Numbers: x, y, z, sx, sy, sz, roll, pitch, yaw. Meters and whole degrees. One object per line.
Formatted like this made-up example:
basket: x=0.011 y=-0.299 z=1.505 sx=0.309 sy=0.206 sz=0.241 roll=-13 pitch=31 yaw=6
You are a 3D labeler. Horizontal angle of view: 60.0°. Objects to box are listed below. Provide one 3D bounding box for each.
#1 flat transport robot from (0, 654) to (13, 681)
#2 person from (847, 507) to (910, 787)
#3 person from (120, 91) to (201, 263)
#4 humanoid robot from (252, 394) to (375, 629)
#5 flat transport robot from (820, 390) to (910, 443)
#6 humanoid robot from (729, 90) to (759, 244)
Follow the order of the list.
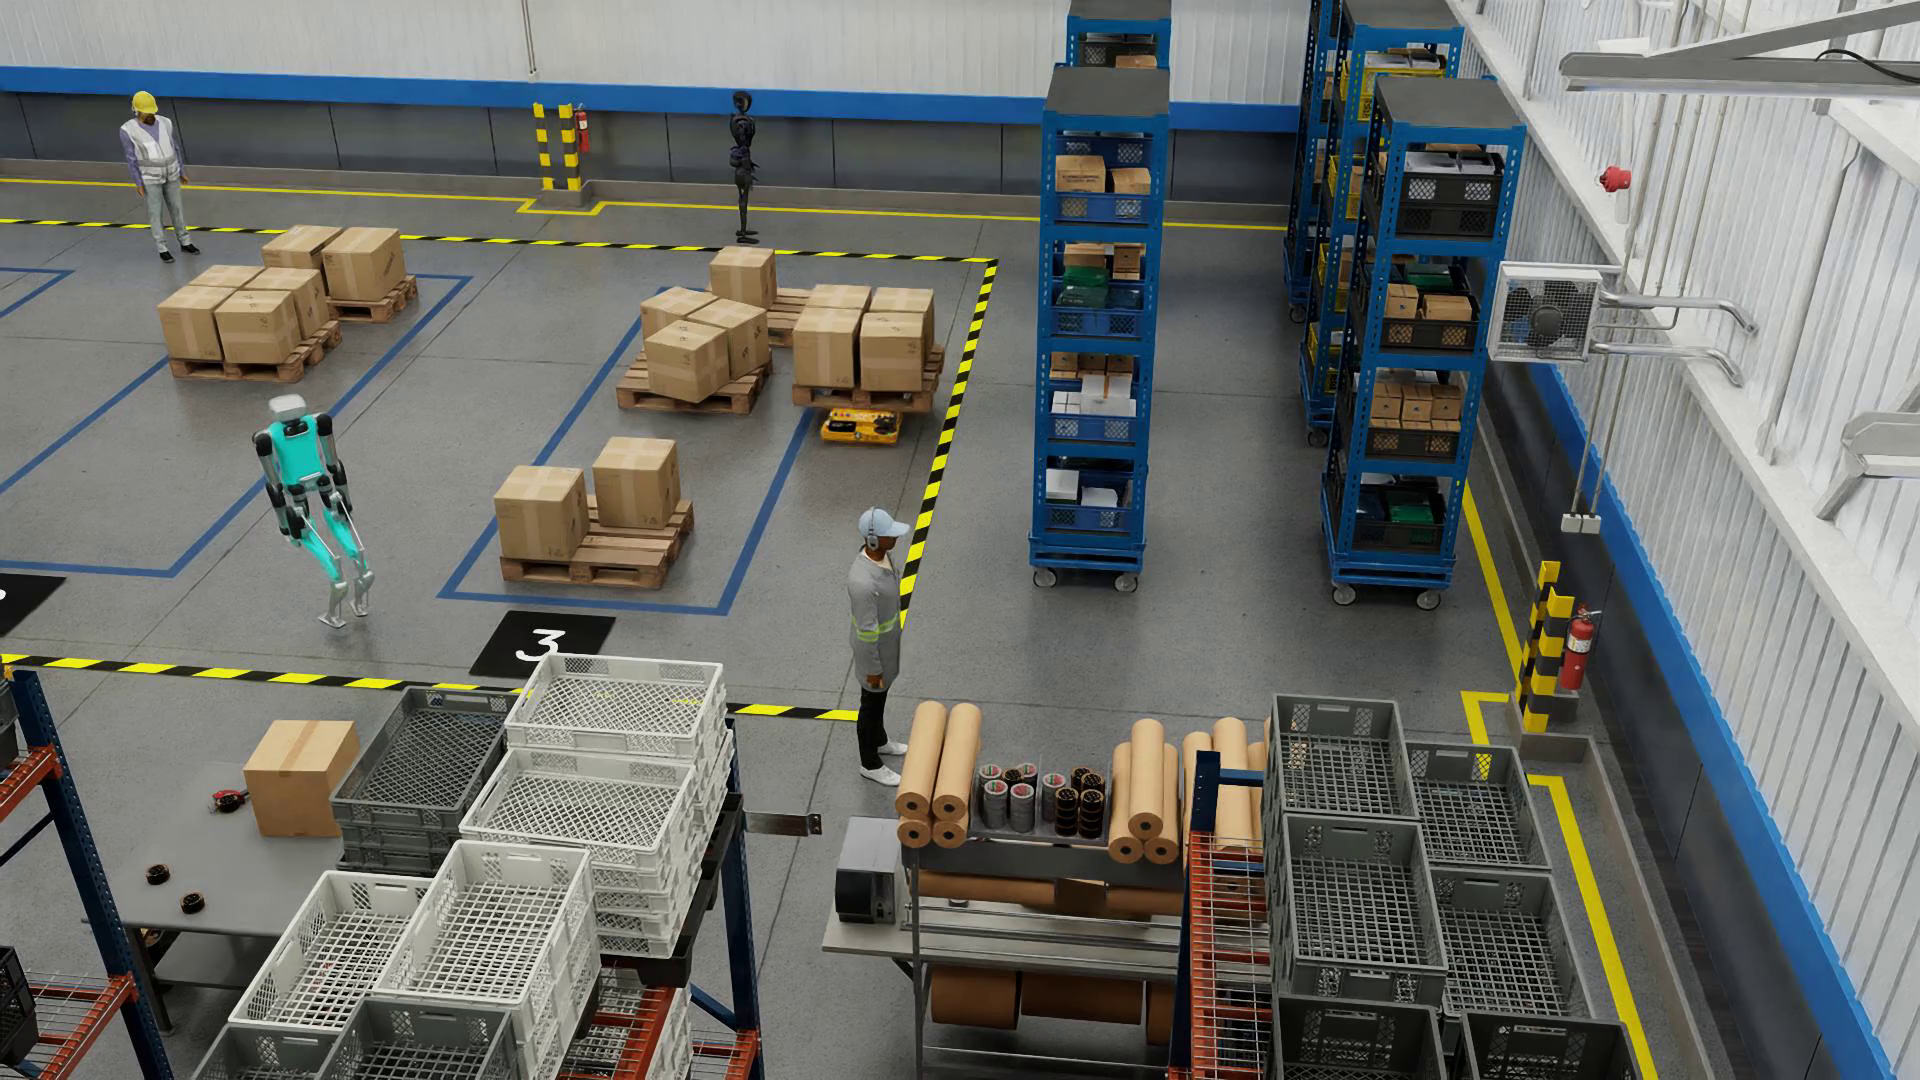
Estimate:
flat transport robot: x=-7.142 y=0.969 z=11.010 sx=1.431 sy=0.231 sz=0.659 roll=3 pitch=30 yaw=6
person: x=-0.475 y=0.626 z=10.024 sx=0.371 sy=1.852 sz=0.588 roll=4 pitch=30 yaw=7
person: x=-8.576 y=-3.901 z=17.829 sx=0.403 sy=1.823 sz=0.586 roll=21 pitch=36 yaw=32
humanoid robot: x=-4.313 y=-0.137 z=11.316 sx=0.533 sy=1.677 sz=0.735 roll=-25 pitch=39 yaw=-36
flat transport robot: x=-0.797 y=-1.285 z=14.853 sx=0.652 sy=0.197 sz=1.431 roll=3 pitch=30 yaw=6
humanoid robot: x=-2.377 y=-4.135 z=18.364 sx=0.315 sy=1.653 sz=0.599 roll=-2 pitch=30 yaw=-4
